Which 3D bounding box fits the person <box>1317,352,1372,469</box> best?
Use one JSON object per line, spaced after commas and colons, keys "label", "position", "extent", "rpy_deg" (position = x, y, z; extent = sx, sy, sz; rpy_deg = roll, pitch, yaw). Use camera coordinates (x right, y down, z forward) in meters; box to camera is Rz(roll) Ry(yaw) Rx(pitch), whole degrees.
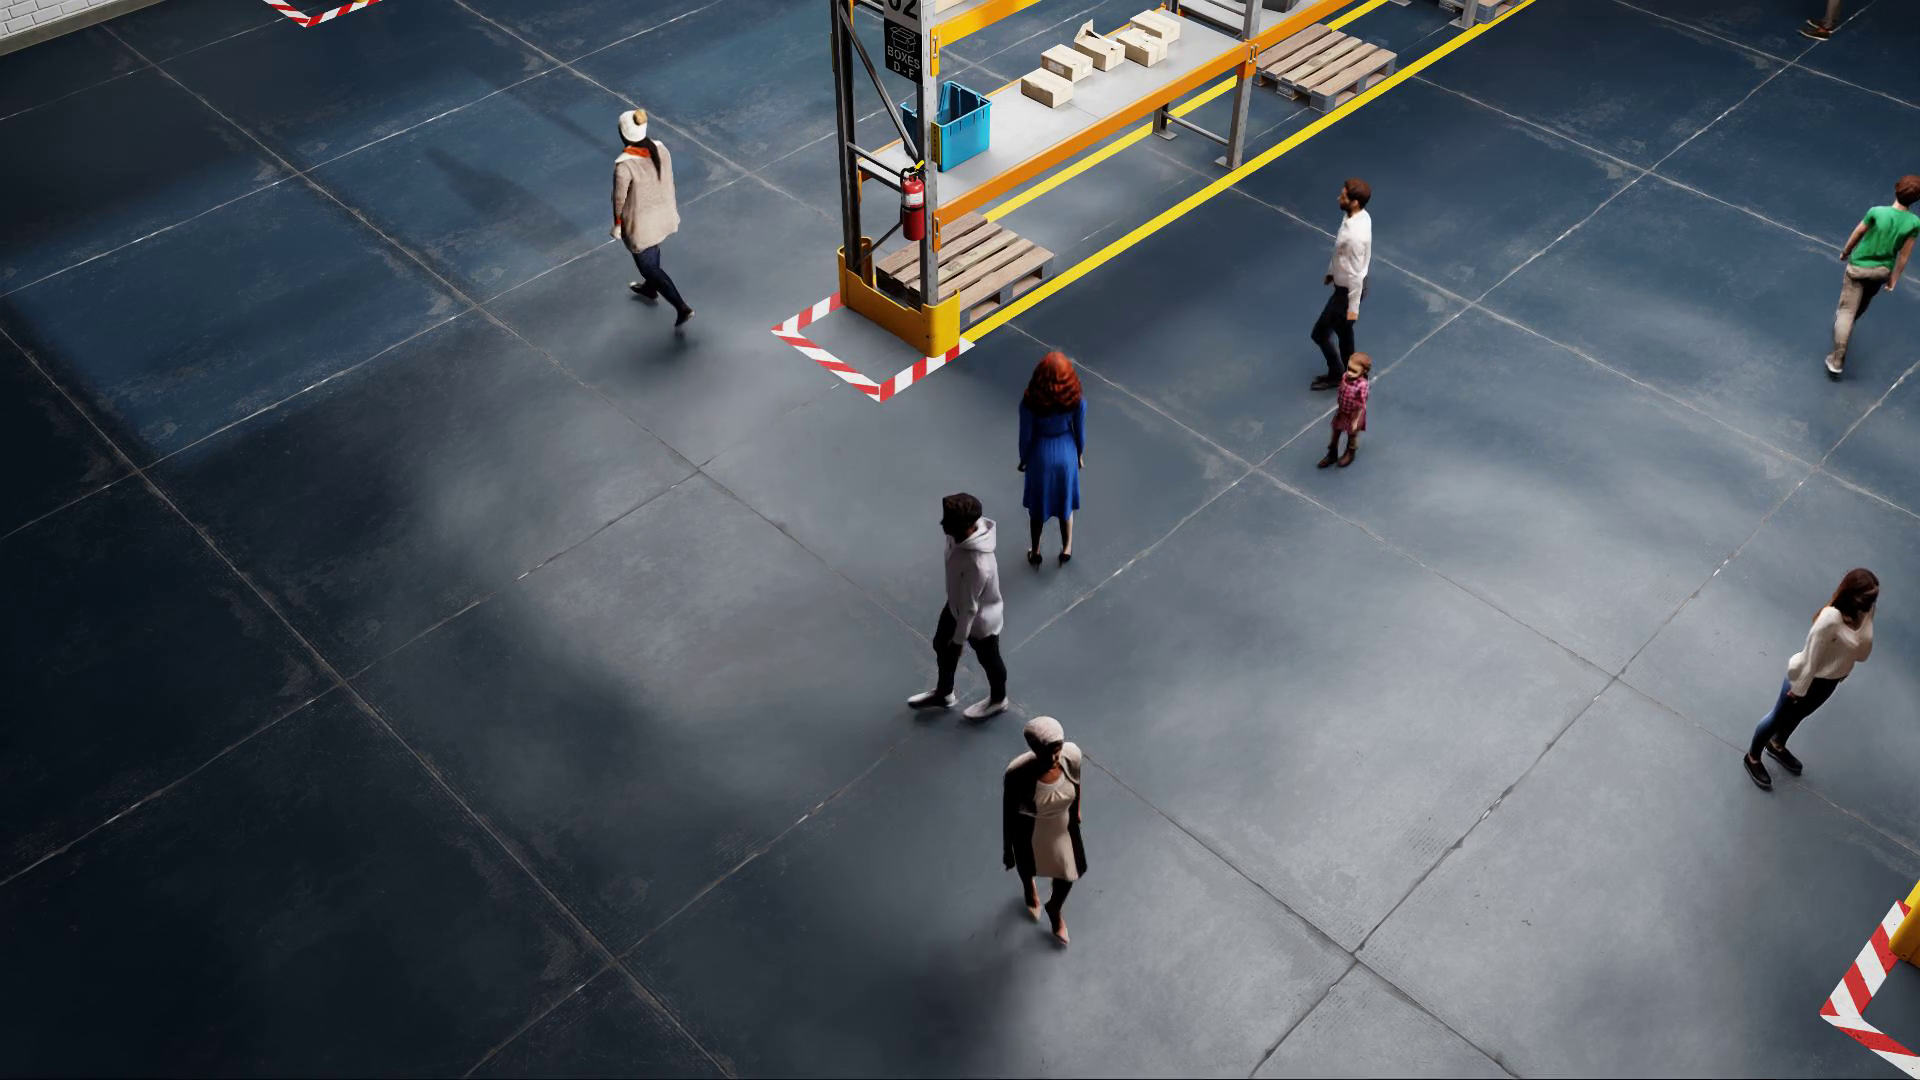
{"label": "person", "position": [2.930, -0.979, 12.312], "extent": [0.545, 1.011, 0.452], "rpy_deg": [-31, 52, -28]}

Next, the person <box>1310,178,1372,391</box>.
{"label": "person", "position": [3.038, -1.891, 12.661], "extent": [0.914, 1.851, 0.814], "rpy_deg": [8, 44, 9]}

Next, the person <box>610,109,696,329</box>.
{"label": "person", "position": [-2.463, -2.570, 13.367], "extent": [0.867, 1.860, 1.112], "rpy_deg": [27, 50, 25]}

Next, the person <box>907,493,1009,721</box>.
{"label": "person", "position": [0.178, 0.415, 10.203], "extent": [0.997, 1.903, 0.895], "rpy_deg": [-15, 46, -15]}

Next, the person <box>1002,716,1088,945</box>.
{"label": "person", "position": [0.426, 1.507, 9.175], "extent": [0.789, 1.738, 0.867], "rpy_deg": [-13, 45, -13]}

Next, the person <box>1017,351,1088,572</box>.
{"label": "person", "position": [0.613, -0.505, 11.222], "extent": [0.707, 1.828, 0.769], "rpy_deg": [-1, 44, -1]}

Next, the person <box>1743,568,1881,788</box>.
{"label": "person", "position": [5.111, 0.803, 9.948], "extent": [0.592, 1.692, 0.743], "rpy_deg": [-19, 47, -19]}

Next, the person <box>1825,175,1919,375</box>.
{"label": "person", "position": [7.103, -2.051, 13.004], "extent": [0.927, 1.610, 1.164], "rpy_deg": [11, 45, 11]}
